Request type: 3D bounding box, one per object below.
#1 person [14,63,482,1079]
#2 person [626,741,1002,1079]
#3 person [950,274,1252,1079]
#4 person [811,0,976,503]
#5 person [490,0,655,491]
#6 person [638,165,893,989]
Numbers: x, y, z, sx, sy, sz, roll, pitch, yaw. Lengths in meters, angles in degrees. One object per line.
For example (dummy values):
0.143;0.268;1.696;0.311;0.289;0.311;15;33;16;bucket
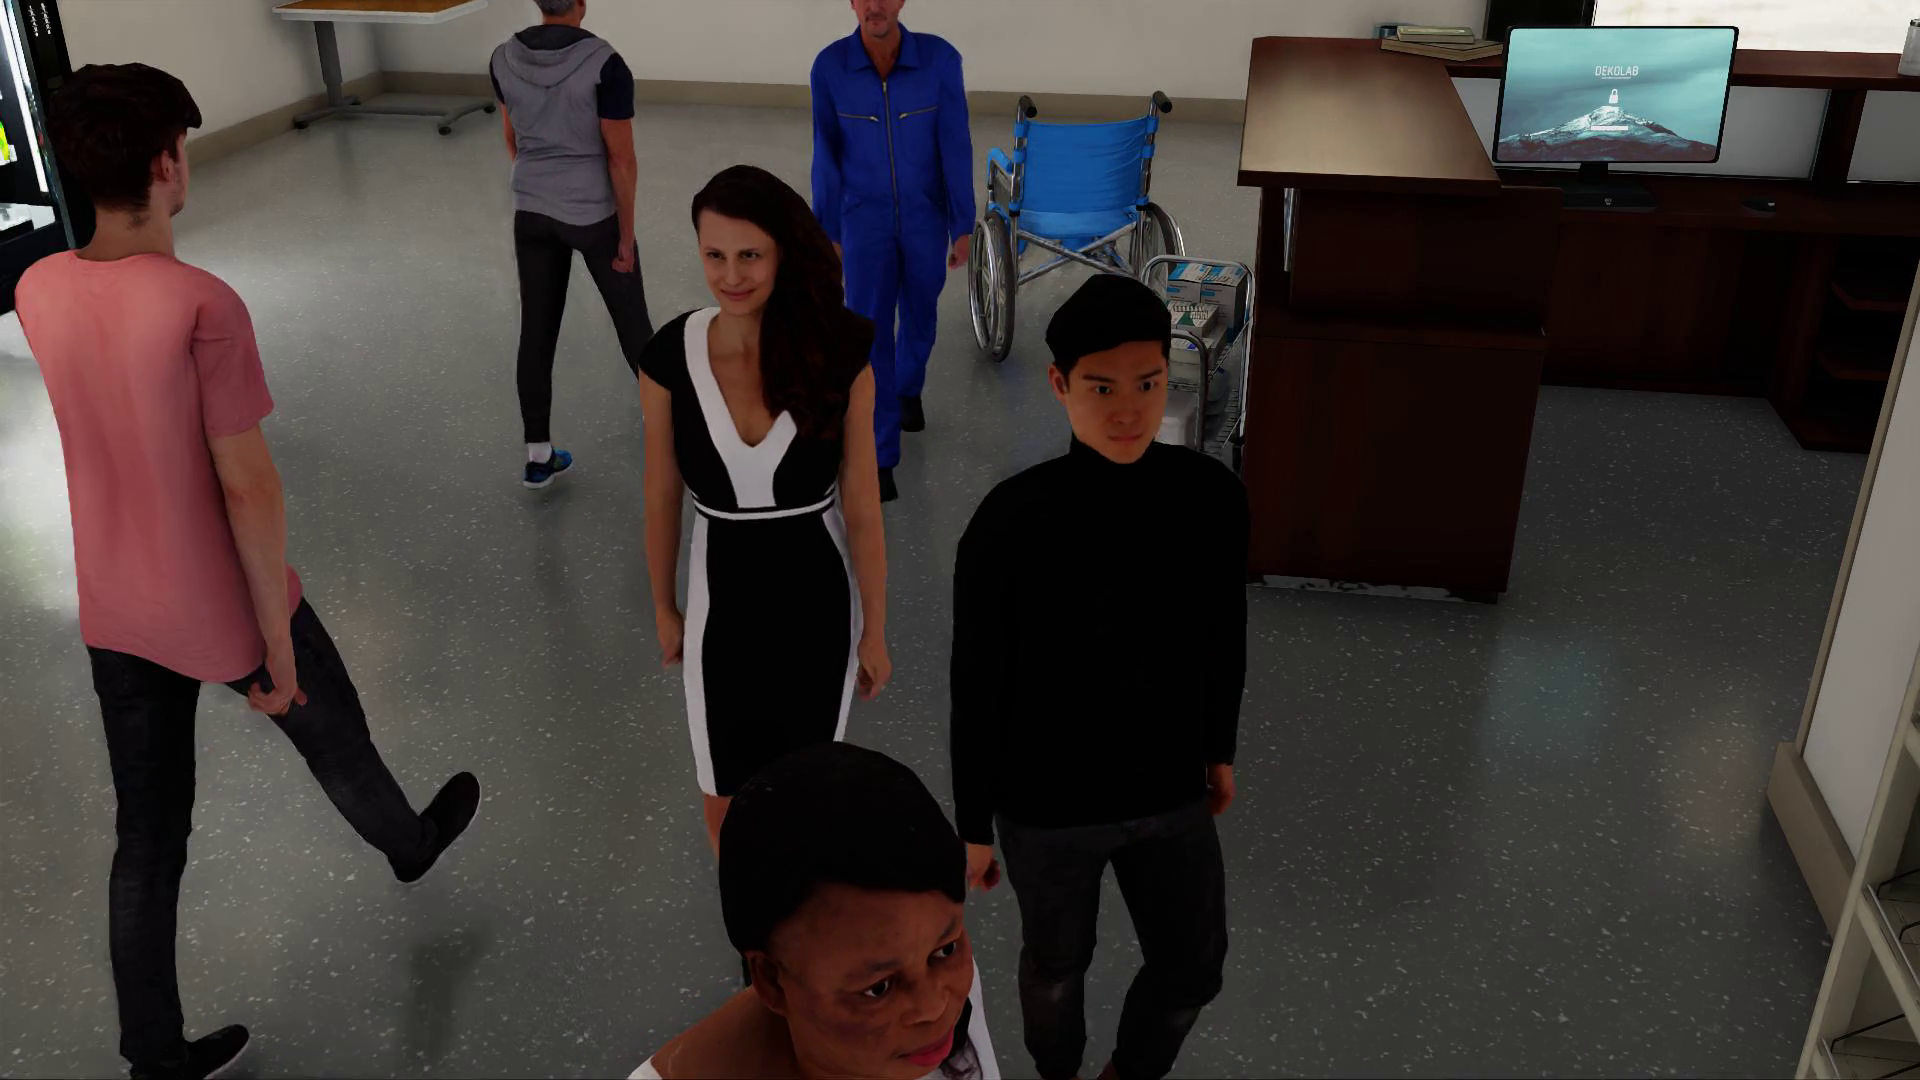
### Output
-1.446;0.198;2.973;0.644;1.904;1.229;5;26;10;person
-0.102;0.938;1.688;0.818;1.687;0.707;19;32;34;person
0.232;0.357;2.864;0.749;1.713;0.715;-4;26;-9;person
-0.223;-1.104;5.820;0.952;1.777;1.302;-3;26;-6;person
-1.374;-1.031;5.666;0.748;1.779;1.161;6;26;11;person
-0.355;0.137;3.234;0.663;1.788;0.656;-3;26;-6;person
